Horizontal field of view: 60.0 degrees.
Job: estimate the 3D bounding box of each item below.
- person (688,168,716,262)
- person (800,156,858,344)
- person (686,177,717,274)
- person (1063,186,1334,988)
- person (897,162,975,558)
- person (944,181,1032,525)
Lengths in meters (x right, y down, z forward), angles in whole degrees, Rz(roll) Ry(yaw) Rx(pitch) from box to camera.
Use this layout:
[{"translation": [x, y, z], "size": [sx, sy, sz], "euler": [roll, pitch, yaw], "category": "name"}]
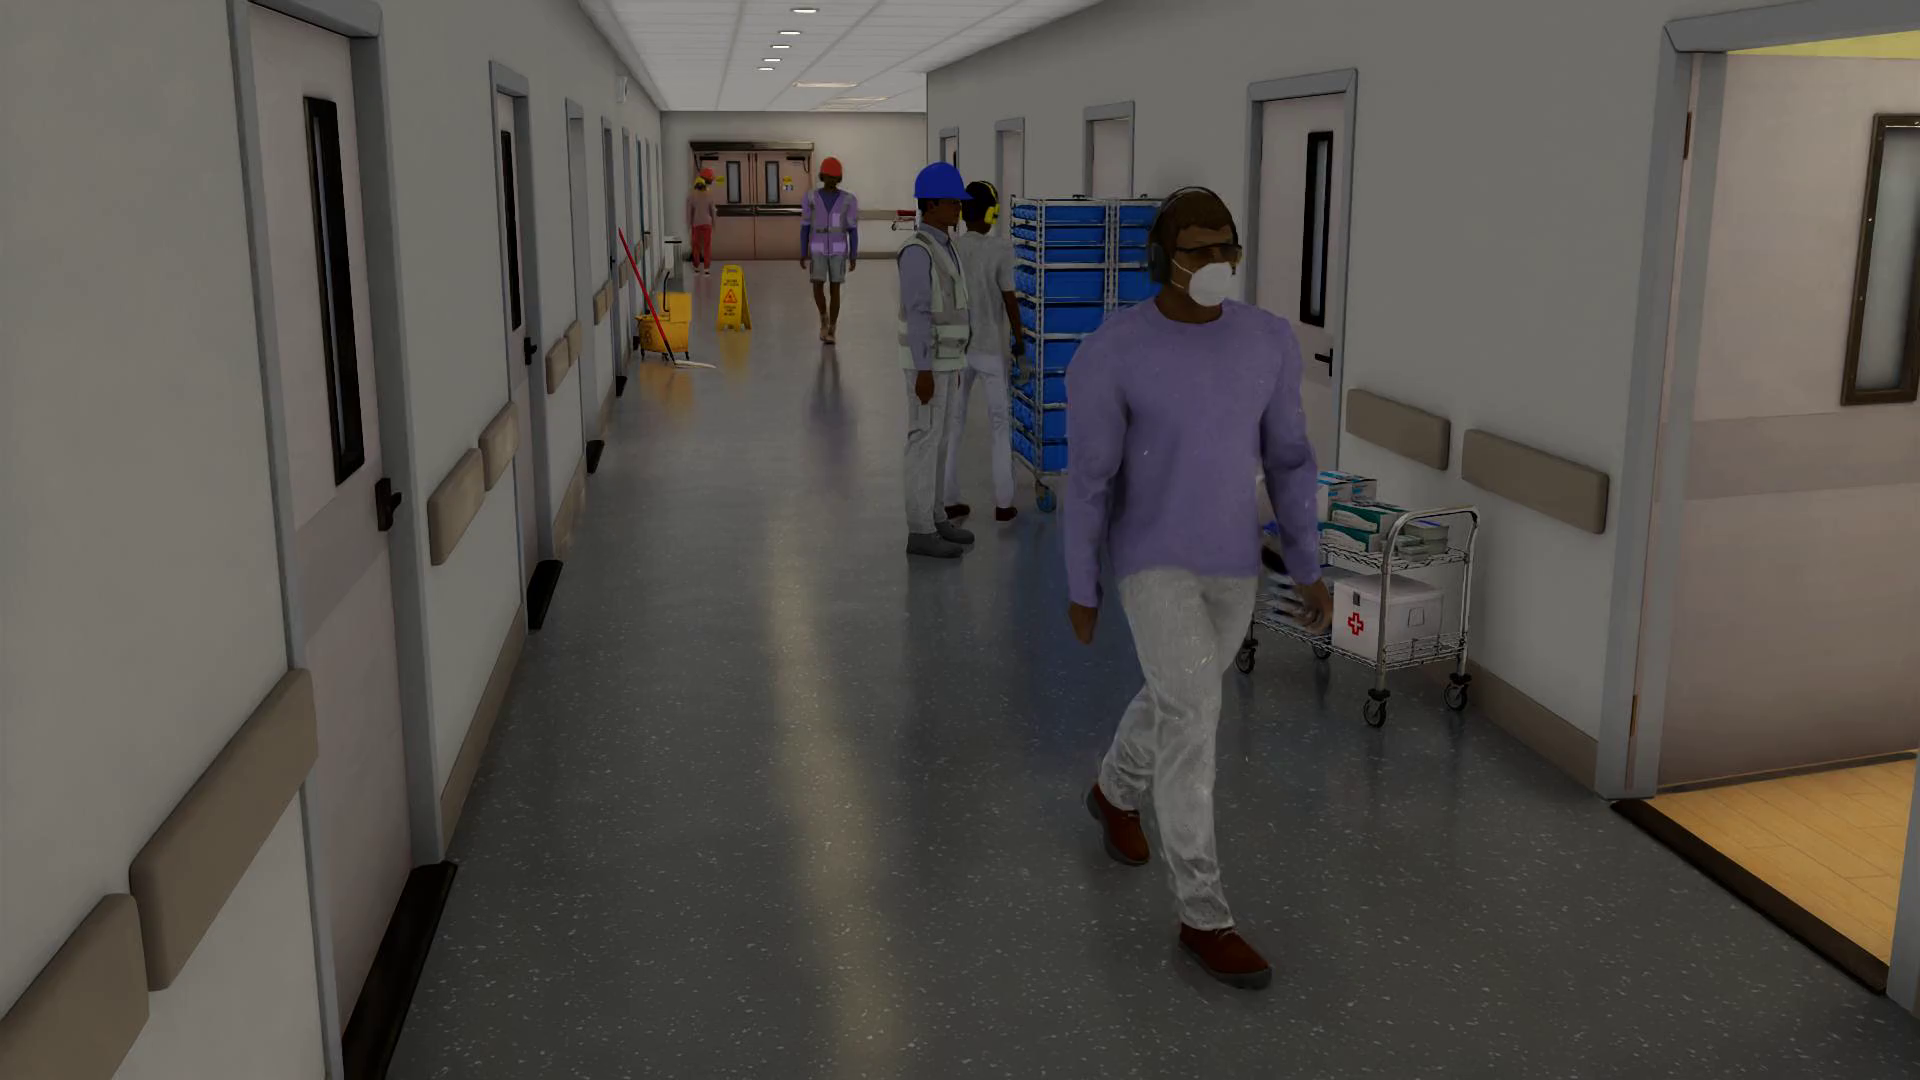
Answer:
[{"translation": [-5.203, -6.561, 33.636], "size": [0.454, 1.886, 0.693], "euler": [-9, 15, -34], "category": "person"}, {"translation": [-1.429, -3.143, 18.133], "size": [0.646, 2.029, 0.418], "euler": [0, 13, -2], "category": "person"}, {"translation": [-4.699, -5.712, 30.240], "size": [0.551, 1.715, 0.914], "euler": [-3, 13, -12], "category": "person"}, {"translation": [0.547, 0.054, 4.259], "size": [0.636, 1.897, 1.014], "euler": [-6, 14, -25], "category": "person"}, {"translation": [-0.123, -0.895, 8.331], "size": [0.388, 1.947, 0.614], "euler": [3, 13, 13], "category": "person"}, {"translation": [0.107, -1.001, 9.029], "size": [0.604, 1.856, 0.402], "euler": [8, 15, 31], "category": "person"}]
